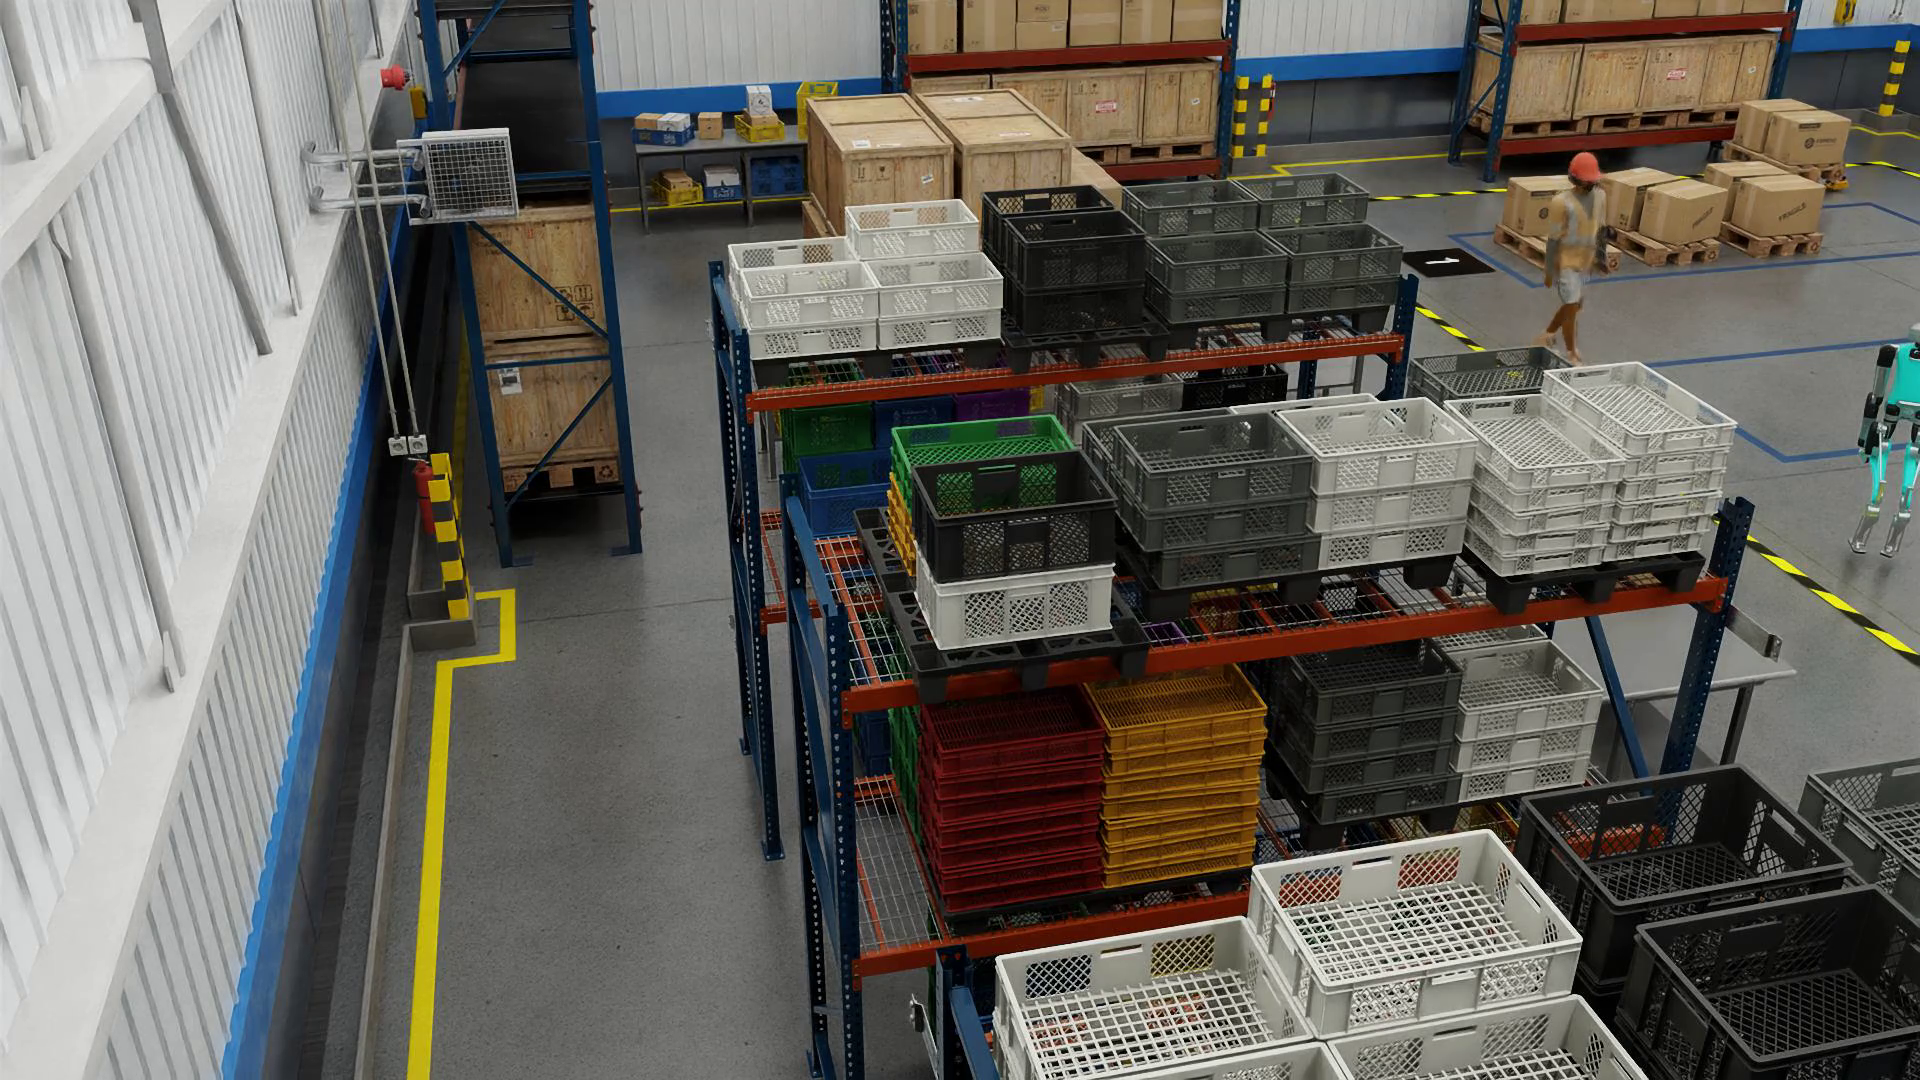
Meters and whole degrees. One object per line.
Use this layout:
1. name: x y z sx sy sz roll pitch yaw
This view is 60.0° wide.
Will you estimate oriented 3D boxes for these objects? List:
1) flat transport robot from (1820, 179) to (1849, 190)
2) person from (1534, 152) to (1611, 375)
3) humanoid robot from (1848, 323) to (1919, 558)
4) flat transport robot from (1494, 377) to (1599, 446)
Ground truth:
1. flat transport robot: 10.134 -4.473 20.503 1.431 0.197 0.652 -6 28 -12
2. person: 5.540 -2.493 14.954 0.703 2.018 0.667 -15 31 -27
3. humanoid robot: 6.519 -0.633 11.534 0.533 1.672 0.735 13 30 23
4. flat transport robot: 4.780 -1.036 14.013 0.659 0.231 1.431 -6 28 -12
